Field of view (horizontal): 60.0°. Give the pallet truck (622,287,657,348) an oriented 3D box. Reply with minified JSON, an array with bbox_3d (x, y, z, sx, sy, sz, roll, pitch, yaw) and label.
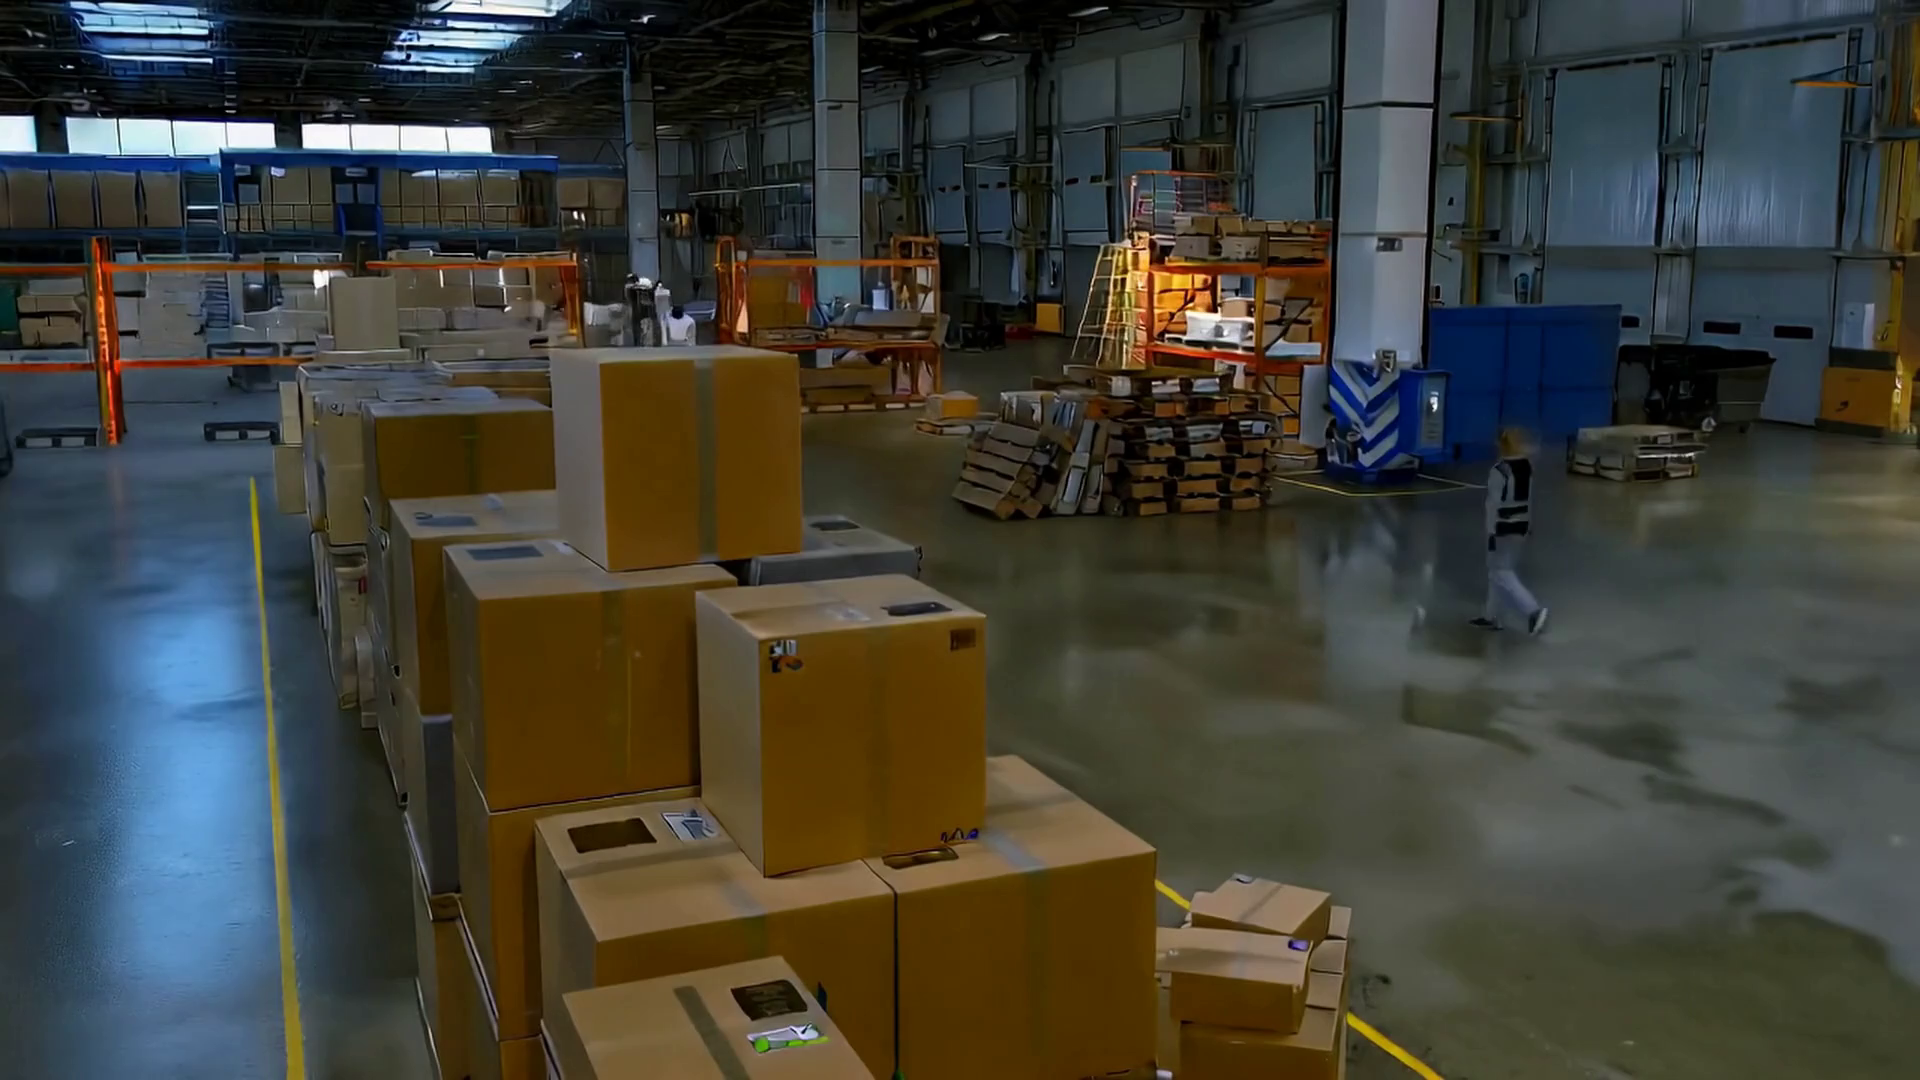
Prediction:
[{"bbox_3d":[-6.464,-4.406,35.401,0.823,1.965,1.885,6,12,32],"label":"pallet truck"}]

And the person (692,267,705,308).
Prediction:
[{"bbox_3d":[-10.711,-10.267,68.236,0.623,1.796,0.942,5,11,26],"label":"person"}]

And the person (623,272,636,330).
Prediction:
[{"bbox_3d":[-10.784,-7.847,54.603,0.439,1.912,0.595,-4,11,-23],"label":"person"}]

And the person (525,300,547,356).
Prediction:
[{"bbox_3d":[-7.621,-3.377,29.987,0.448,1.901,0.625,-8,13,-39],"label":"person"}]

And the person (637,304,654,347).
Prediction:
[{"bbox_3d":[-6.325,-3.896,33.448,0.351,1.692,0.561,-2,10,-10],"label":"person"}]

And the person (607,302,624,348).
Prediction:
[{"bbox_3d":[-7.024,-3.937,33.599,0.701,1.719,0.484,-9,14,-40],"label":"person"}]

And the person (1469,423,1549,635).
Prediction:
[{"bbox_3d":[4.183,-0.071,12.559,0.520,1.622,0.644,-9,14,-41],"label":"person"}]

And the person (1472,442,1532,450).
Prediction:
[{"bbox_3d":[7.701,-2.205,23.598,0.832,1.894,0.565,2,11,12],"label":"person"}]

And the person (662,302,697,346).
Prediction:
[{"bbox_3d":[-5.296,-3.595,31.469,0.633,1.814,0.852,0,10,0],"label":"person"}]

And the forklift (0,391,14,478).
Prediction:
[{"bbox_3d":[-12.772,-2.096,20.236,1.873,2.768,1.129,-4,11,-23],"label":"forklift"}]

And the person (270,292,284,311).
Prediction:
[{"bbox_3d":[-14.617,-4.390,35.716,0.326,1.861,0.498,0,10,-2],"label":"person"}]

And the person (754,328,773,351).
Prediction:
[{"bbox_3d":[-2.575,-1.854,21.787,0.541,1.834,0.481,-4,11,-20],"label":"person"}]

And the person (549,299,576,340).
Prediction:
[{"bbox_3d":[-7.275,-3.448,30.380,0.898,1.915,0.637,7,12,33],"label":"person"}]

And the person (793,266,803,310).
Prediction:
[{"bbox_3d":[-6.821,-10.617,69.641,0.376,1.995,0.612,-4,11,-21],"label":"person"}]

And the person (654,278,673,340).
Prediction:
[{"bbox_3d":[-8.257,-6.341,46.312,0.639,1.921,0.722,2,11,13],"label":"person"}]
